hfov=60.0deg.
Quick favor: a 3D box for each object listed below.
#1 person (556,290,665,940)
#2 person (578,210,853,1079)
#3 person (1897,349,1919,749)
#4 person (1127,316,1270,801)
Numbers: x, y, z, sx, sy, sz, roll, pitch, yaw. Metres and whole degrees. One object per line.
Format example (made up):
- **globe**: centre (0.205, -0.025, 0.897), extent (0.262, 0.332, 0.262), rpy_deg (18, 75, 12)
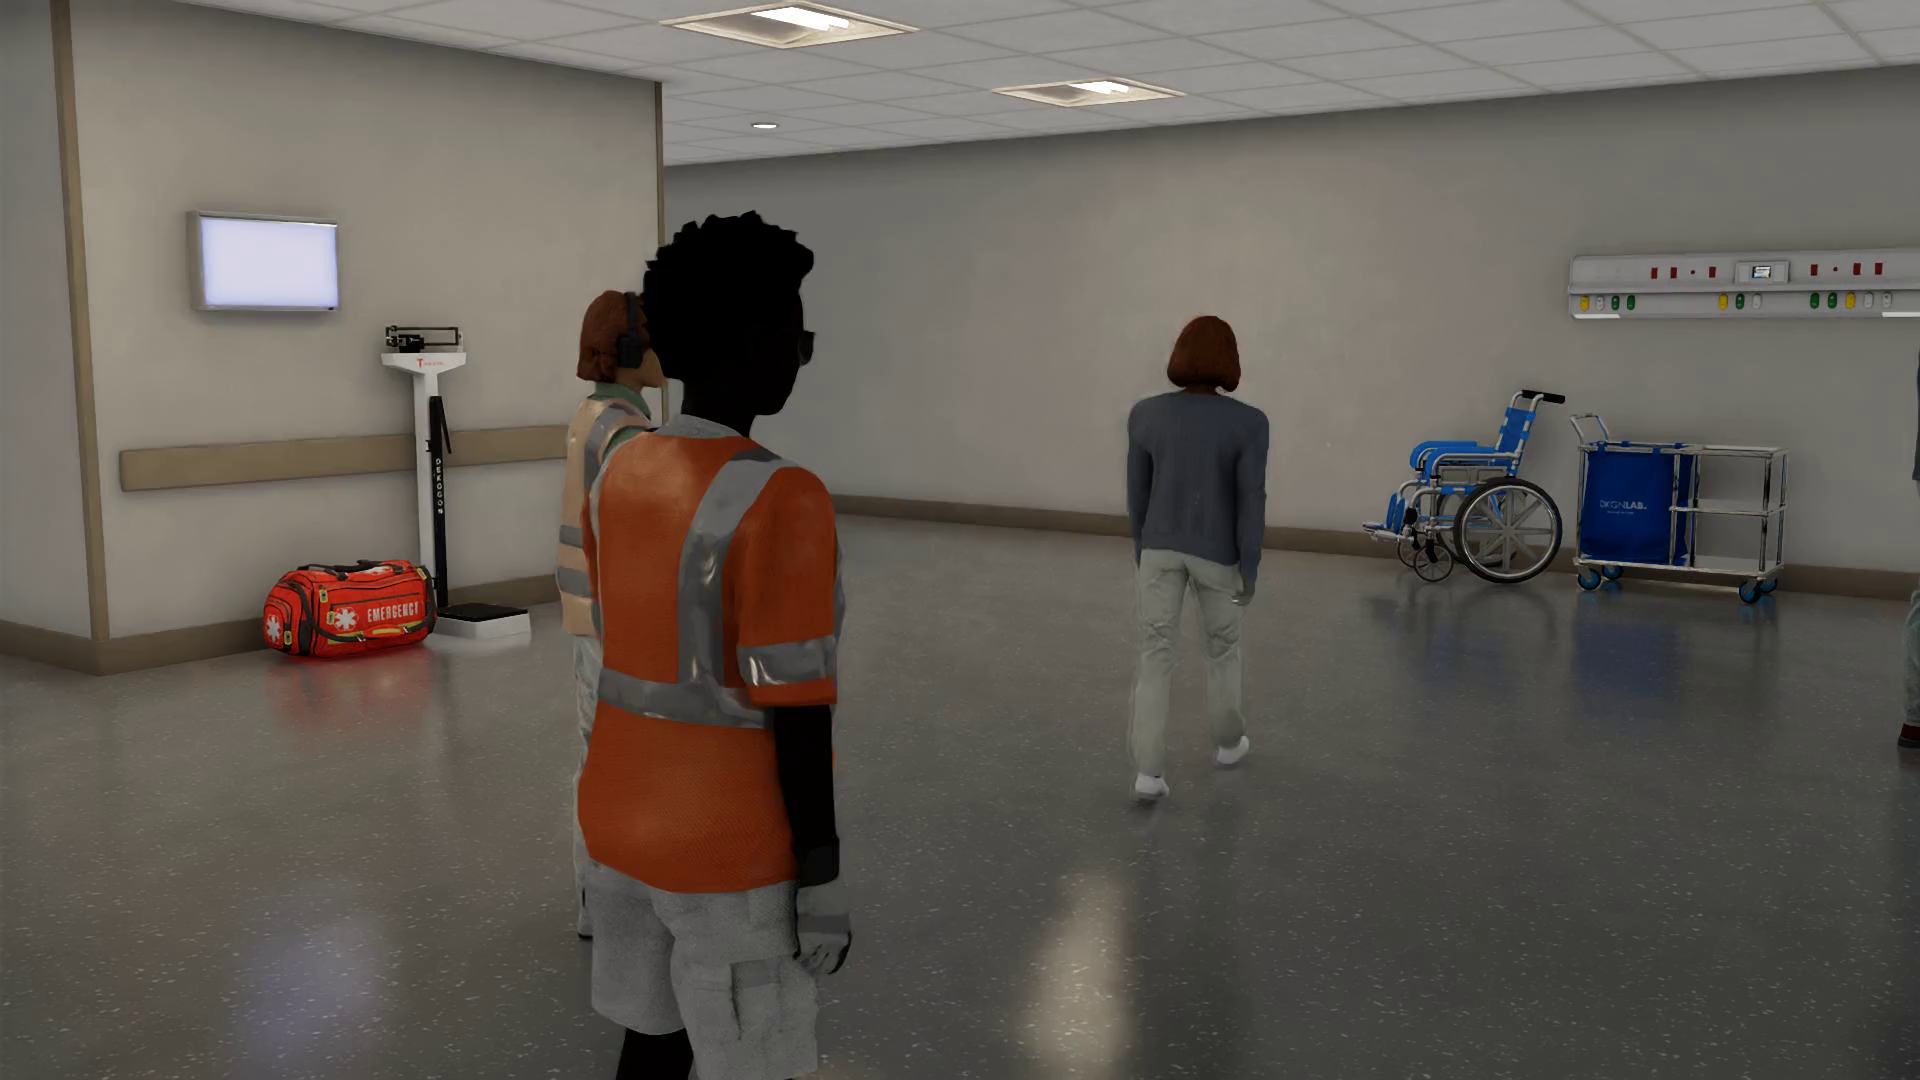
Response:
- **person**: centre (-0.813, 0.219, 4.026), extent (0.311, 1.631, 0.511), rpy_deg (-3, 8, -22)
- **person**: centre (-0.333, 0.412, 2.253), extent (0.320, 1.689, 0.534), rpy_deg (-6, 9, -39)
- **person**: centre (3.582, -0.165, 5.883), extent (0.364, 1.939, 0.636), rpy_deg (2, 7, 12)
- **person**: centre (0.784, 0.048, 5.570), extent (0.501, 1.589, 0.858), rpy_deg (3, 8, 20)
